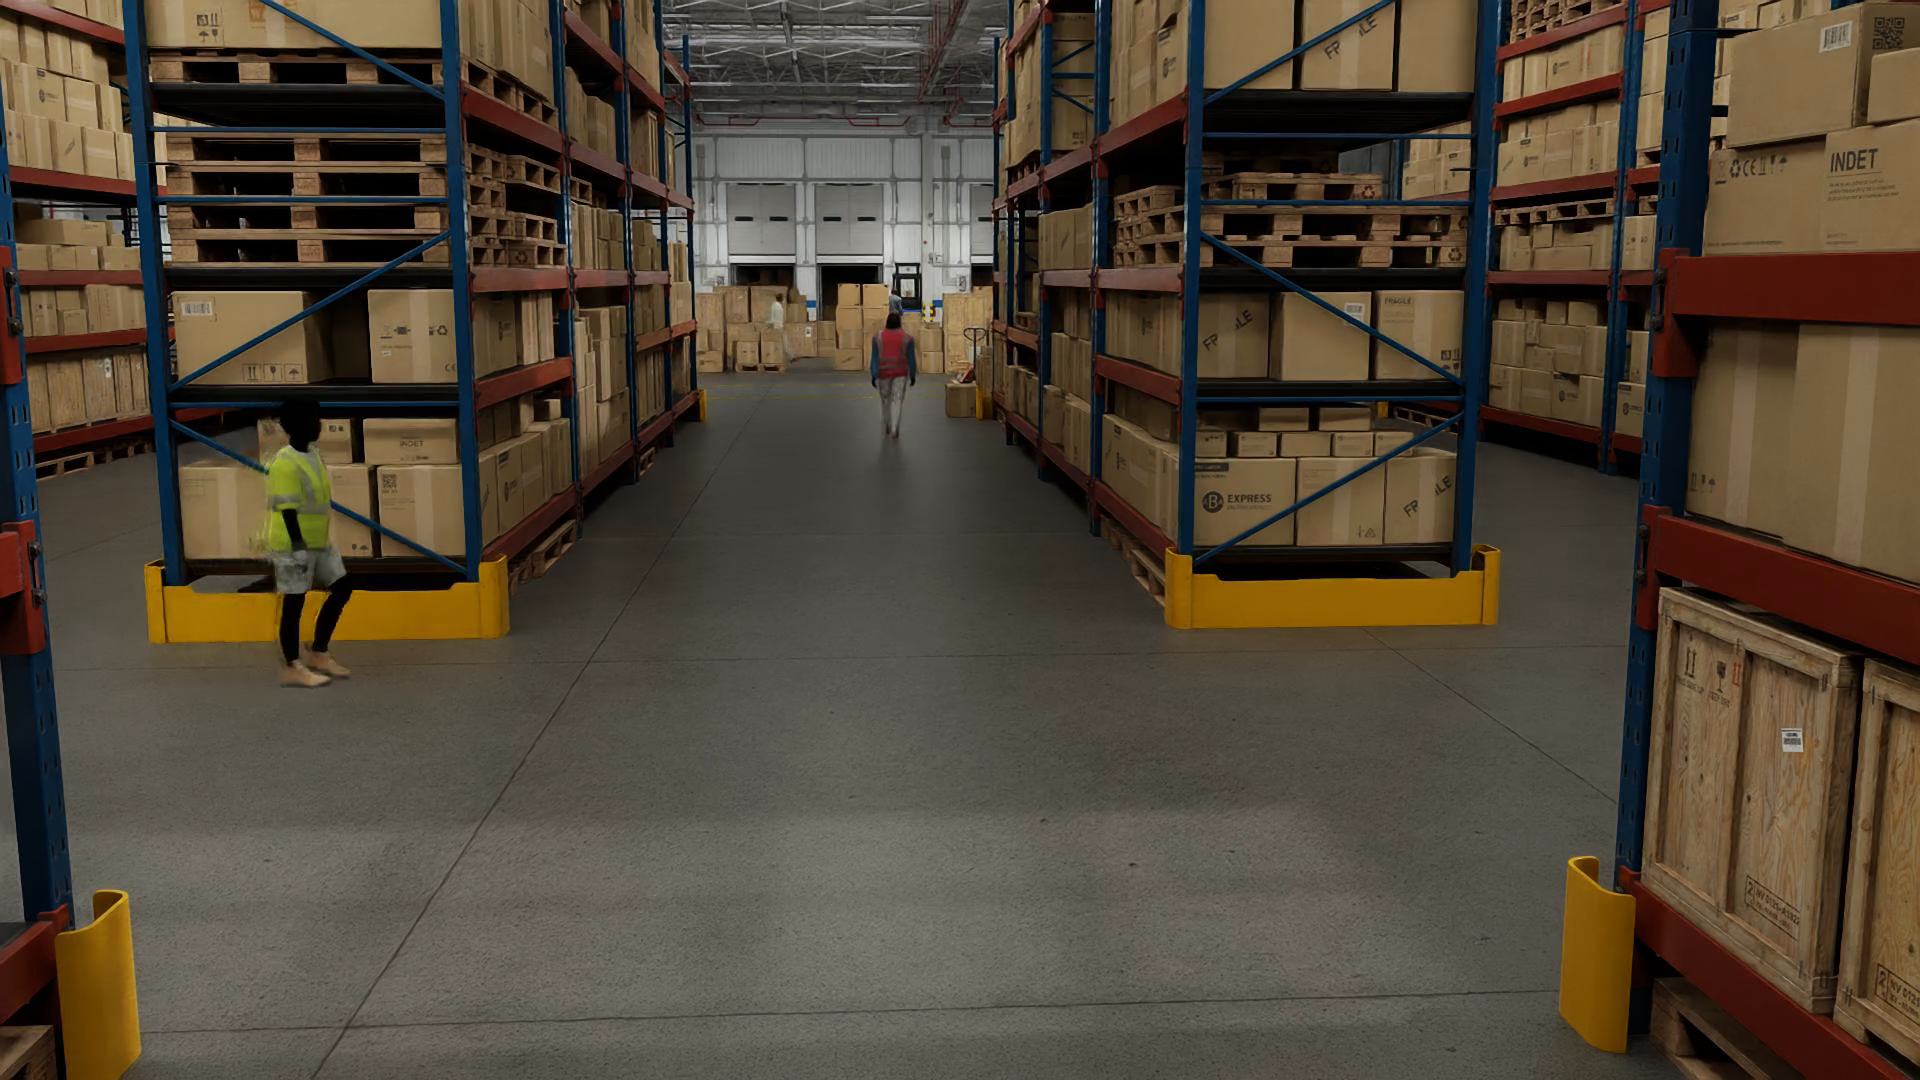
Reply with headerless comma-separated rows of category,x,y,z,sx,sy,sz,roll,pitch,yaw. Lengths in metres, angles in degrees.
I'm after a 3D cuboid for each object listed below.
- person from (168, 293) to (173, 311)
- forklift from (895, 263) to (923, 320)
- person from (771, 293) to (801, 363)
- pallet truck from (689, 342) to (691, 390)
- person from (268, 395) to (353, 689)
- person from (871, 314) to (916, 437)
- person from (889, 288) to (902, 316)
person,-31.523,-9.154,66.291,0.585,1.928,0.366,8,12,41
forklift,-1.945,-8.926,61.875,1.129,2.768,1.873,-1,9,-4
person,-4.843,-5.684,44.653,1.038,1.881,0.653,-4,10,-24
pallet truck,-5.225,-3.008,27.480,1.885,1.965,0.823,2,9,14
person,-3.670,0.020,9.432,0.454,1.680,0.558,0,9,2
person,-0.967,-2.408,24.374,0.650,1.789,0.978,0,9,0
person,-2.303,-7.827,57.975,0.636,1.928,0.383,4,10,21
